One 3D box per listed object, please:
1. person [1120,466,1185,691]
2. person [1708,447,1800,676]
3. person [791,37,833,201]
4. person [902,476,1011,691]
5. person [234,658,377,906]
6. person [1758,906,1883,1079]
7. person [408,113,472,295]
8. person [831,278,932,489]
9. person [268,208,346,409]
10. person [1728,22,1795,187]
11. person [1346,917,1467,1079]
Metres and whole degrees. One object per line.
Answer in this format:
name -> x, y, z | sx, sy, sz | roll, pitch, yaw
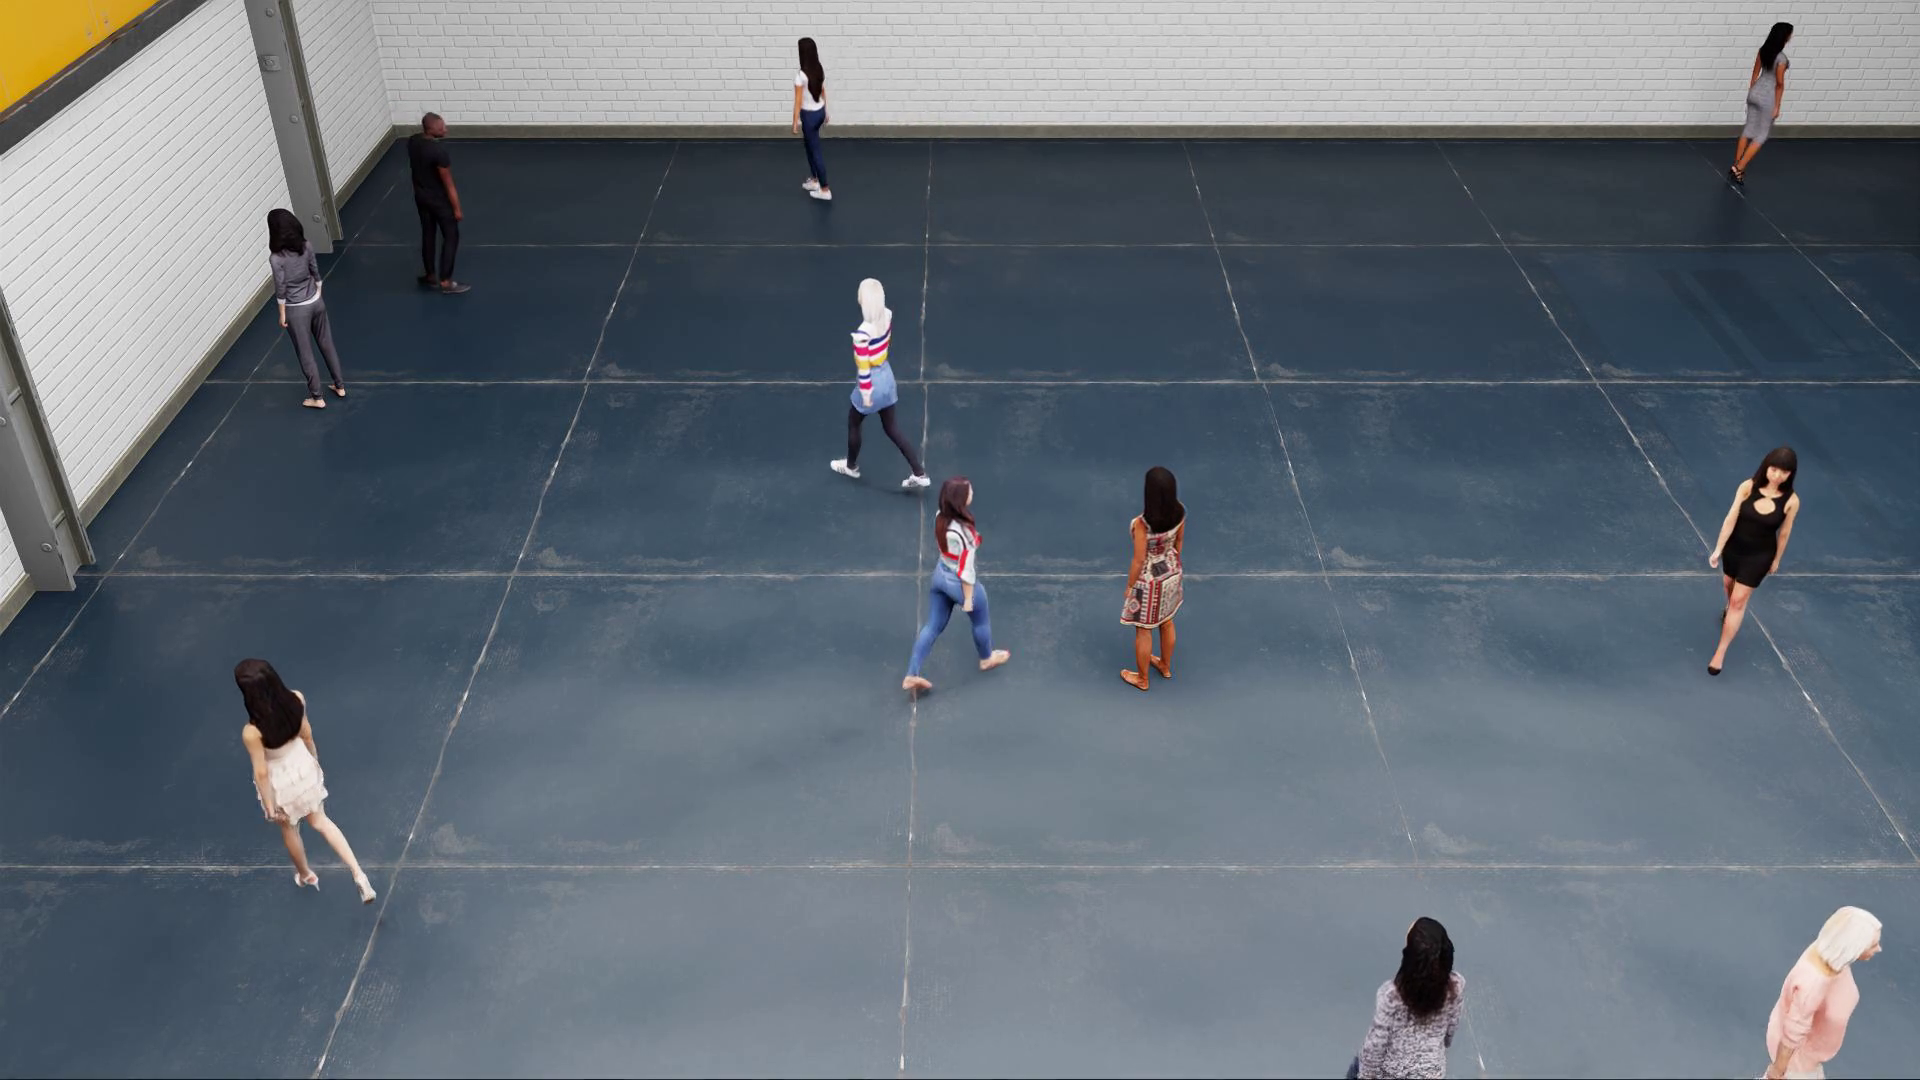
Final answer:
person -> 1.262, 0.244, 10.803 | 0.721, 1.645, 0.742 | -23, 40, -30
person -> 5.263, 0.064, 11.101 | 0.957, 1.614, 1.098 | 23, 40, 31
person -> -1.504, -4.483, 17.809 | 0.822, 1.762, 0.748 | 16, 37, 23
person -> -0.103, 0.315, 10.758 | 1.052, 1.576, 1.083 | -22, 39, -29
person -> -3.578, 1.359, 9.057 | 0.940, 1.719, 0.957 | 19, 38, 27
person -> 3.785, 2.278, 7.682 | 0.776, 1.712, 0.695 | 20, 39, 28
person -> -5.058, -3.216, 15.877 | 0.903, 1.789, 0.856 | 14, 36, 20
person -> -0.571, -1.160, 12.802 | 1.121, 1.770, 1.178 | 20, 38, 27
person -> -5.524, -1.954, 14.001 | 0.732, 1.765, 0.630 | 20, 39, 27
person -> 8.799, -4.792, 18.257 | 0.742, 1.779, 0.647 | -13, 36, -18
person -> 2.011, 2.435, 7.449 | 0.750, 1.708, 0.943 | -5, 34, -8
